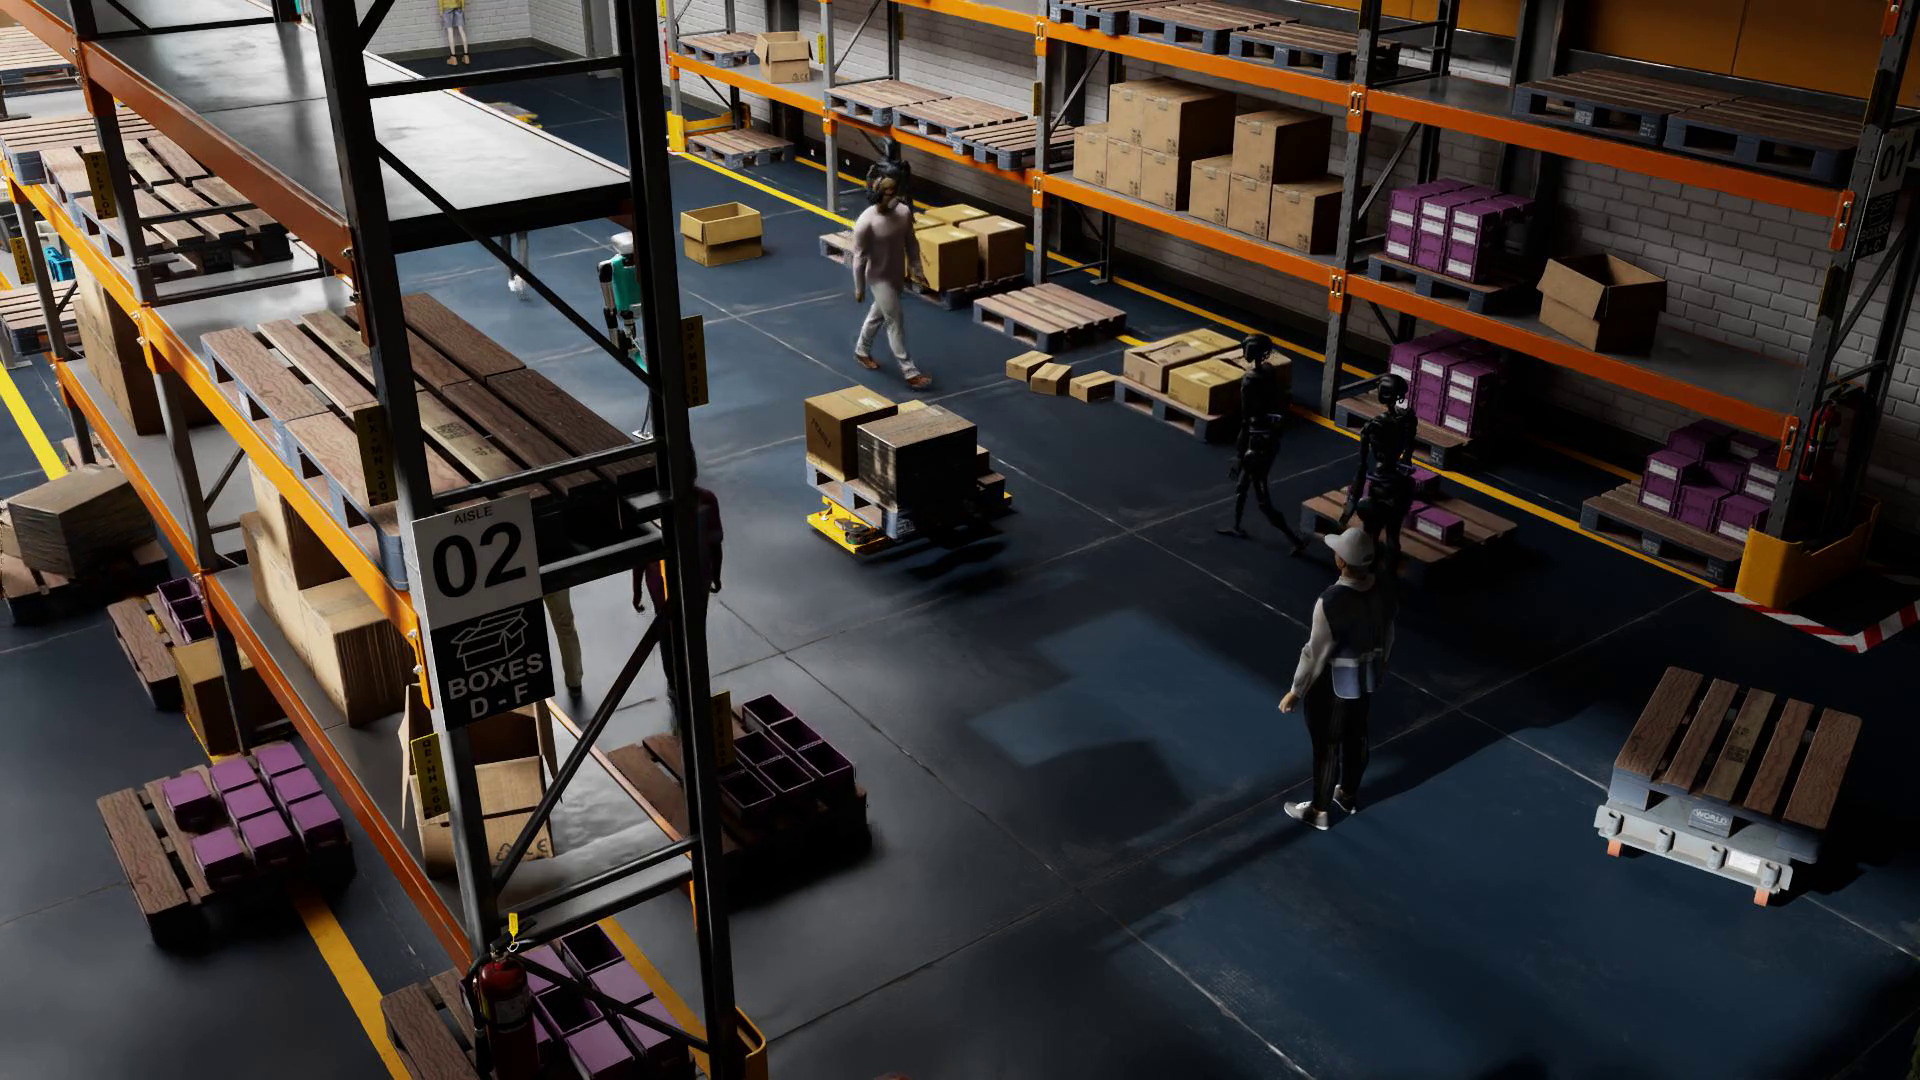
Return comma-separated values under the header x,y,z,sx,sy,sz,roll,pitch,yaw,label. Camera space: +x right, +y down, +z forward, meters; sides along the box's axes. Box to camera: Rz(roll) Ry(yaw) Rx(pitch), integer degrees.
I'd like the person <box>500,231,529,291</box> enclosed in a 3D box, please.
x,y,z,sx,sy,sz,roll,pitch,yaw,label
-4.628,-3.425,17.041,0.534,1.848,0.605,-5,27,-10,person

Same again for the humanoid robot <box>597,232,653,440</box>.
x,y,z,sx,sy,sz,roll,pitch,yaw,label
-2.493,-1.586,13.354,0.533,1.681,0.735,-18,32,-32,humanoid robot

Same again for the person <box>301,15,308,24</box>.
x,y,z,sx,sy,sz,roll,pitch,yaw,label
-9.501,-6.846,23.907,0.429,1.794,0.720,-2,27,-4,person

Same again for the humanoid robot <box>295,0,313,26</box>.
x,y,z,sx,sy,sz,roll,pitch,yaw,label
-10.213,-7.817,25.748,0.533,1.681,0.735,-18,32,-32,humanoid robot

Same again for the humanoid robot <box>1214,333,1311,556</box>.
x,y,z,sx,sy,sz,roll,pitch,yaw,label
2.205,-0.673,11.836,0.773,1.643,0.585,14,30,26,humanoid robot

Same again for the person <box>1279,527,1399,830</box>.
x,y,z,sx,sy,sz,roll,pitch,yaw,label
2.034,0.740,8.856,0.758,1.758,0.431,-18,32,-32,person

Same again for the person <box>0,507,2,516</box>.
x,y,z,sx,sy,sz,roll,pitch,yaw,label
-6.618,-0.273,10.760,0.636,1.861,0.980,-21,34,-36,person

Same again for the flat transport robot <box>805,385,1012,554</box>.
x,y,z,sx,sy,sz,roll,pitch,yaw,label
-0.370,-0.266,12.517,1.431,0.231,0.659,-18,32,-32,flat transport robot

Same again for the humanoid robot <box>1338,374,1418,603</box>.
x,y,z,sx,sy,sz,roll,pitch,yaw,label
2.794,-0.309,11.018,0.599,1.657,0.315,-18,32,-32,humanoid robot

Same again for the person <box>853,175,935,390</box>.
x,y,z,sx,sy,sz,roll,pitch,yaw,label
-0.637,-2.319,14.813,1.063,1.884,0.633,20,33,34,person

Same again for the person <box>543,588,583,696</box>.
x,y,z,sx,sy,sz,roll,pitch,yaw,label
-2.534,0.188,9.954,0.566,1.755,0.319,-18,32,-32,person

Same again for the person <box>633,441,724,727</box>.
x,y,z,sx,sy,sz,roll,pitch,yaw,label
-1.656,0.218,9.834,0.538,1.808,0.783,-2,27,-4,person

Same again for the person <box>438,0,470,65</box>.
x,y,z,sx,sy,sz,roll,pitch,yaw,label
-8.580,-9.008,28.100,0.478,1.894,0.382,-18,32,-32,person

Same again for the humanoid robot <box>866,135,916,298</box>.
x,y,z,sx,sy,sz,roll,pitch,yaw,label
-0.777,-3.362,17.127,0.596,1.629,0.645,-19,32,-33,humanoid robot

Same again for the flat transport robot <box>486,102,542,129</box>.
x,y,z,sx,sy,sz,roll,pitch,yaw,label
-6.682,-6.137,24.194,0.659,0.231,1.431,-18,32,-32,flat transport robot

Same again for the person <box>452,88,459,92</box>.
x,y,z,sx,sy,sz,roll,pitch,yaw,label
-5.556,-4.322,18.823,0.786,1.849,0.647,-8,28,-15,person
